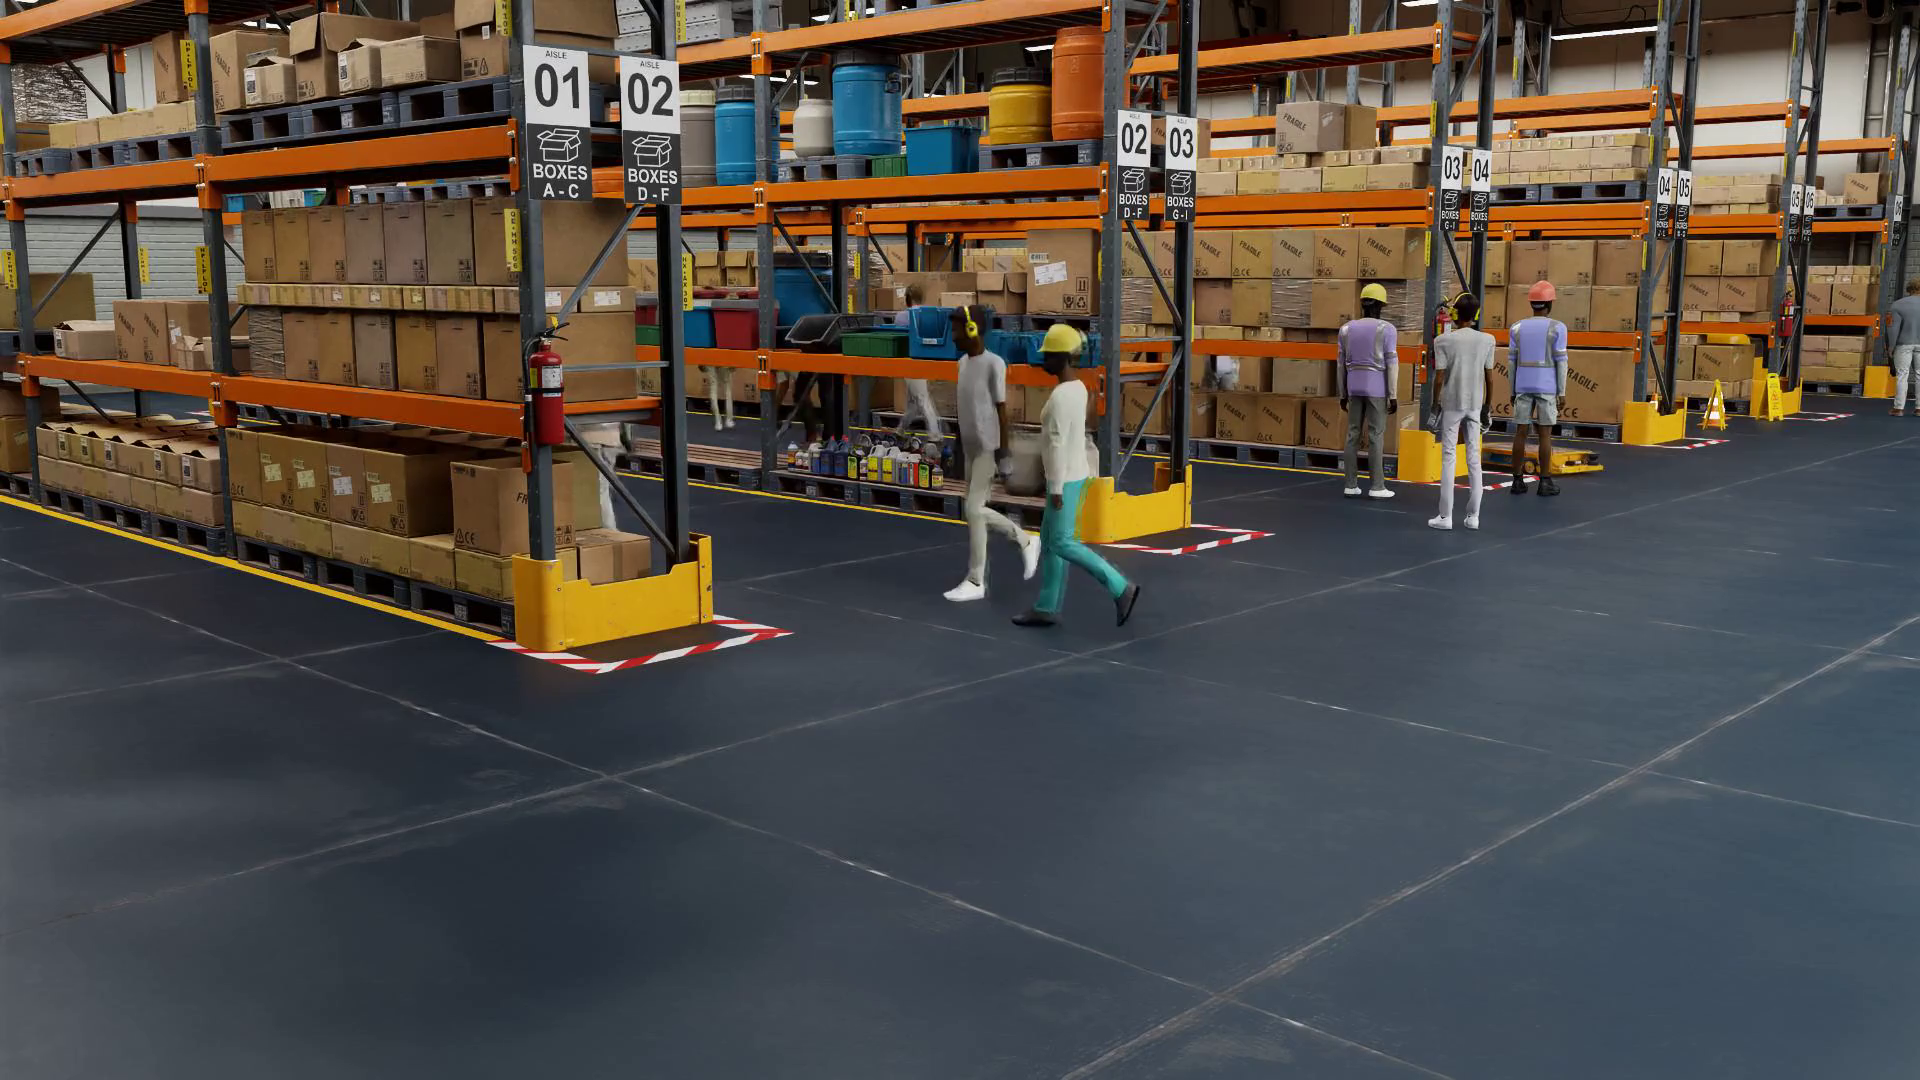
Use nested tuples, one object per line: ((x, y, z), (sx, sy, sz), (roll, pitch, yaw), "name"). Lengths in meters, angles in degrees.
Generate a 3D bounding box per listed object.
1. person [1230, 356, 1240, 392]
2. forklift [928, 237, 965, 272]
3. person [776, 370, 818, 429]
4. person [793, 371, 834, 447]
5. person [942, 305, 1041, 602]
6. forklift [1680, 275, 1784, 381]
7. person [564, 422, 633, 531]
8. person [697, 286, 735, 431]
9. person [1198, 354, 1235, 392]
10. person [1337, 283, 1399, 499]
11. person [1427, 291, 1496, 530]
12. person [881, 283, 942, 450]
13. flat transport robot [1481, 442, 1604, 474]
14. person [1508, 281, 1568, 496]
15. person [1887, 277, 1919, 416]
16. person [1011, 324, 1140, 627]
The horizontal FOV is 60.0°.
((3.294, -2.284, 20.695), (0.373, 1.939, 0.545), (7, 12, 38), "person")
((-0.326, -5.817, 39.609), (1.129, 2.768, 1.873), (9, 13, 43), "forklift")
((-2.197, -2.356, 21.394), (0.685, 1.860, 0.628), (-9, 13, -43), "person")
((-1.637, -2.020, 18.930), (0.505, 1.979, 0.611), (7, 12, 37), "person")
((0.201, -0.566, 10.511), (0.749, 1.837, 0.578), (-5, 11, -29), "person")
((12.480, -3.427, 27.053), (1.214, 2.155, 2.313), (9, 13, 43), "forklift")
((-2.680, -0.704, 12.054), (0.548, 1.593, 0.856), (-9, 13, -44), "person")
((-3.136, -2.328, 21.311), (0.552, 1.826, 0.649), (0, 9, 0), "person")
((3.172, -2.076, 20.274), (0.853, 1.659, 0.538), (7, 12, 37), "person")
((3.670, -1.336, 14.937), (0.585, 1.922, 0.378), (8, 13, 42), "person")
((3.955, -1.021, 13.151), (0.520, 1.876, 0.326), (-1, 9, -5), "person")
((-0.569, -1.985, 19.030), (1.033, 1.877, 0.648), (7, 12, 37), "person")
((5.835, -0.858, 17.186), (0.652, 0.197, 1.431), (-6, 11, -32), "flat transport robot")
((5.273, -1.385, 15.180), (0.545, 1.942, 0.354), (8, 12, 40), "person")
((13.303, -2.702, 23.258), (0.629, 1.940, 0.376), (2, 9, 11), "person")
((0.659, -0.348, 9.427), (0.713, 1.746, 0.528), (3, 10, 16), "person")
